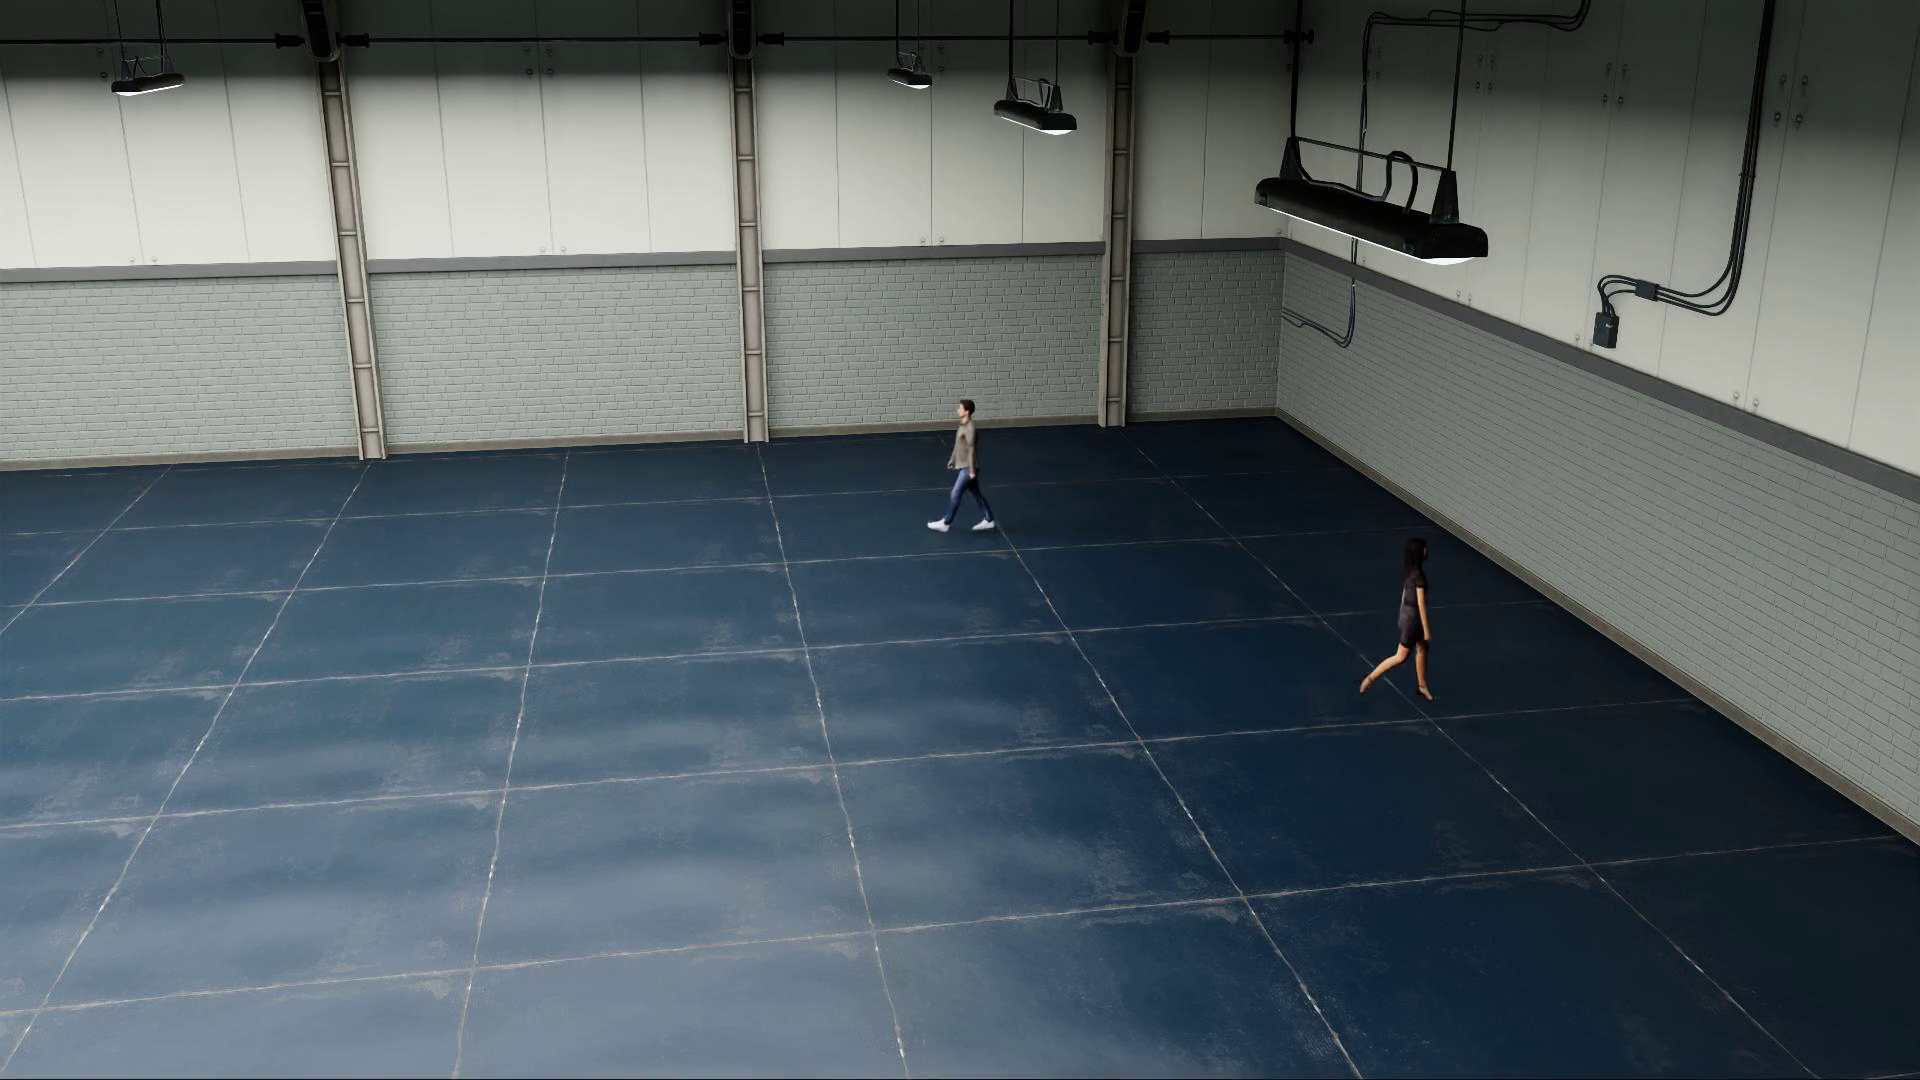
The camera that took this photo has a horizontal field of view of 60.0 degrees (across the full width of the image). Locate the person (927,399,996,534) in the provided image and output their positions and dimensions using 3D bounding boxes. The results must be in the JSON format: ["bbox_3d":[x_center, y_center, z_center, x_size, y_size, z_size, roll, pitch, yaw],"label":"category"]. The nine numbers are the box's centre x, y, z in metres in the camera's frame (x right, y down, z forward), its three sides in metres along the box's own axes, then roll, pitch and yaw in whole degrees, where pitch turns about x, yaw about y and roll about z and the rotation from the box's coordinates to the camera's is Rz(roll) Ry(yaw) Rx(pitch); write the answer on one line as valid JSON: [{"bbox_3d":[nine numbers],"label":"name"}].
[{"bbox_3d":[0.192,-0.958,22.205,1.176,1.817,0.771,-2,18,-5],"label":"person"}]

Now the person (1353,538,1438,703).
[{"bbox_3d":[4.449,0.862,16.717,1.157,1.756,0.758,1,18,3],"label":"person"}]
